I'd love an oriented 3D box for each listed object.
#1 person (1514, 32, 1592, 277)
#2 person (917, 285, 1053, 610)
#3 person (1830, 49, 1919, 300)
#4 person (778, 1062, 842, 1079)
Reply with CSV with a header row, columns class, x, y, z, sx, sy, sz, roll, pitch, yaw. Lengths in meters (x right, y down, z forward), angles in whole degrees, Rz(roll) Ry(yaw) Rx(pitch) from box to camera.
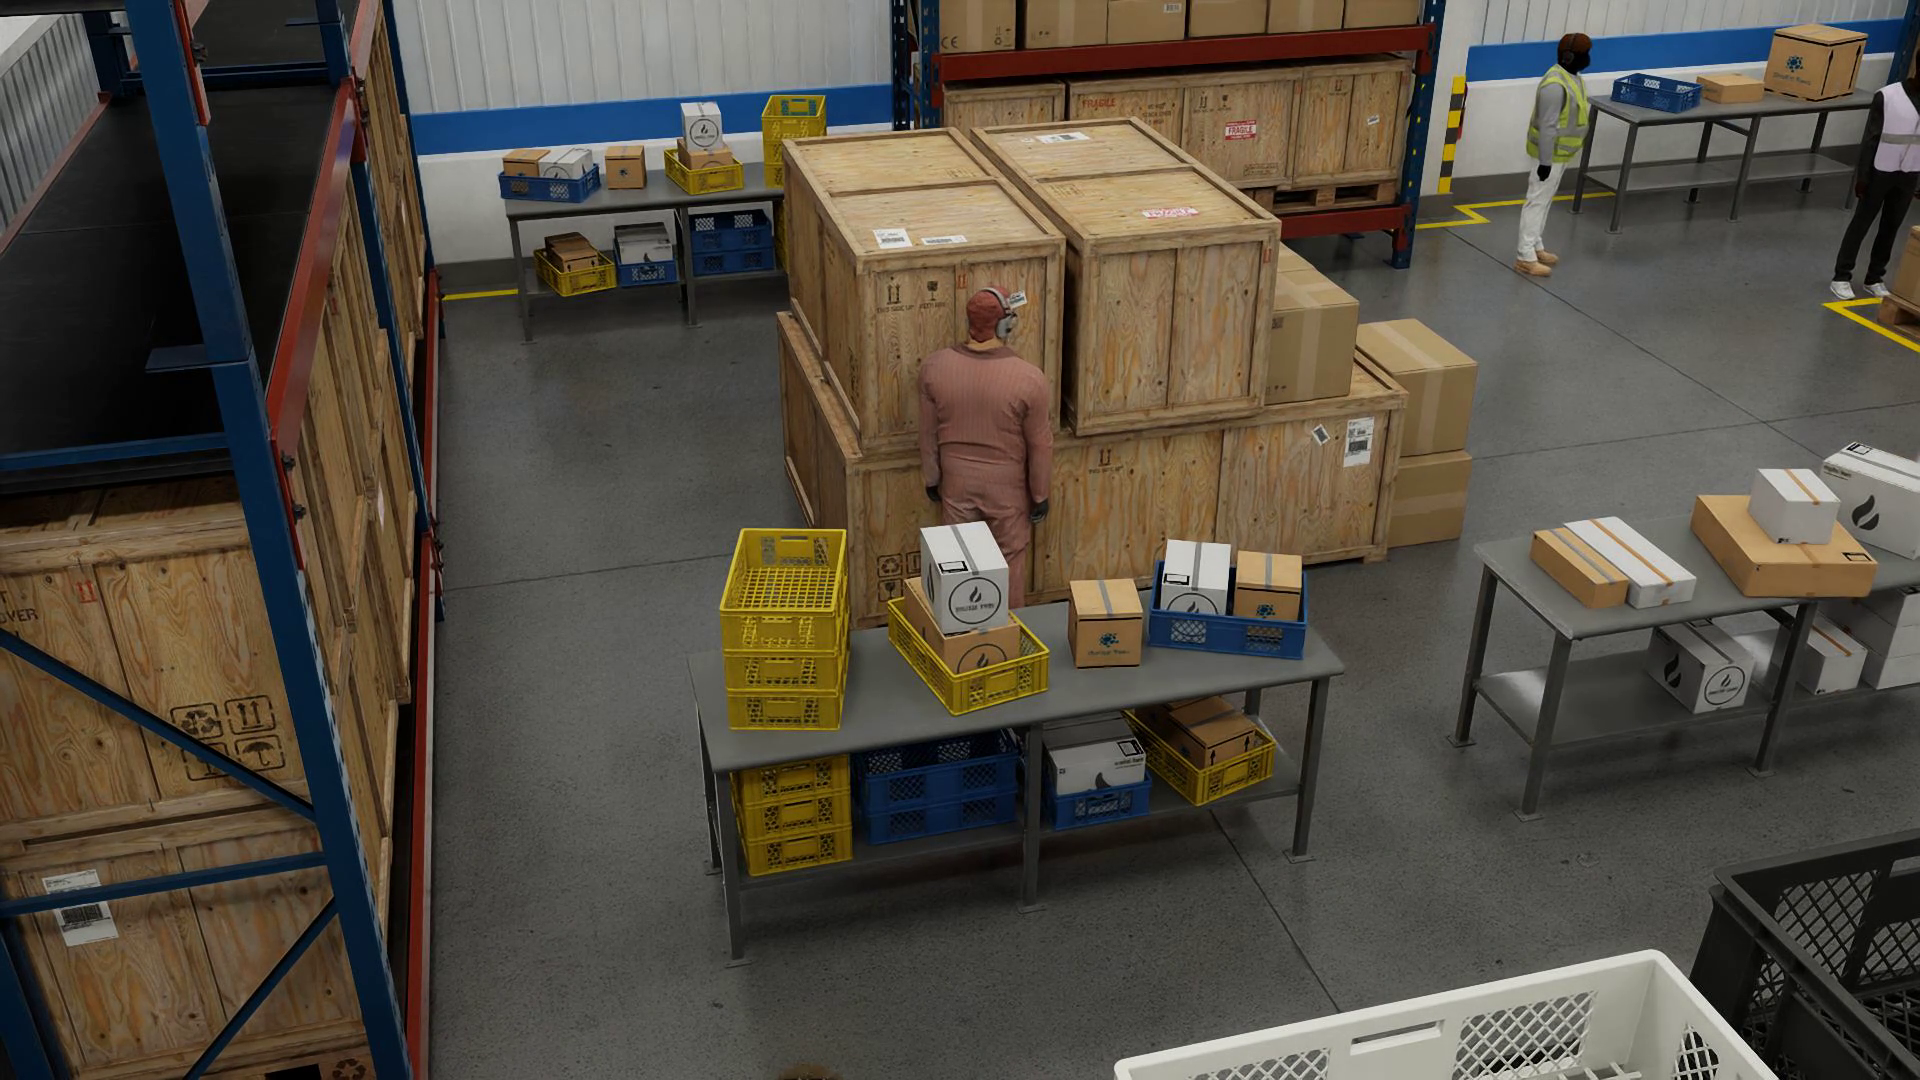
class,x,y,z,sx,sy,sz,roll,pitch,yaw
person,4.619,-3.004,12.923,0.430,1.844,0.624,15,32,26
person,0.135,-0.293,7.941,0.649,1.904,0.401,10,30,18
person,6.945,-2.733,12.367,0.590,1.914,0.393,-1,29,-2
person,-0.311,1.964,3.819,0.642,1.933,0.381,0,29,0
